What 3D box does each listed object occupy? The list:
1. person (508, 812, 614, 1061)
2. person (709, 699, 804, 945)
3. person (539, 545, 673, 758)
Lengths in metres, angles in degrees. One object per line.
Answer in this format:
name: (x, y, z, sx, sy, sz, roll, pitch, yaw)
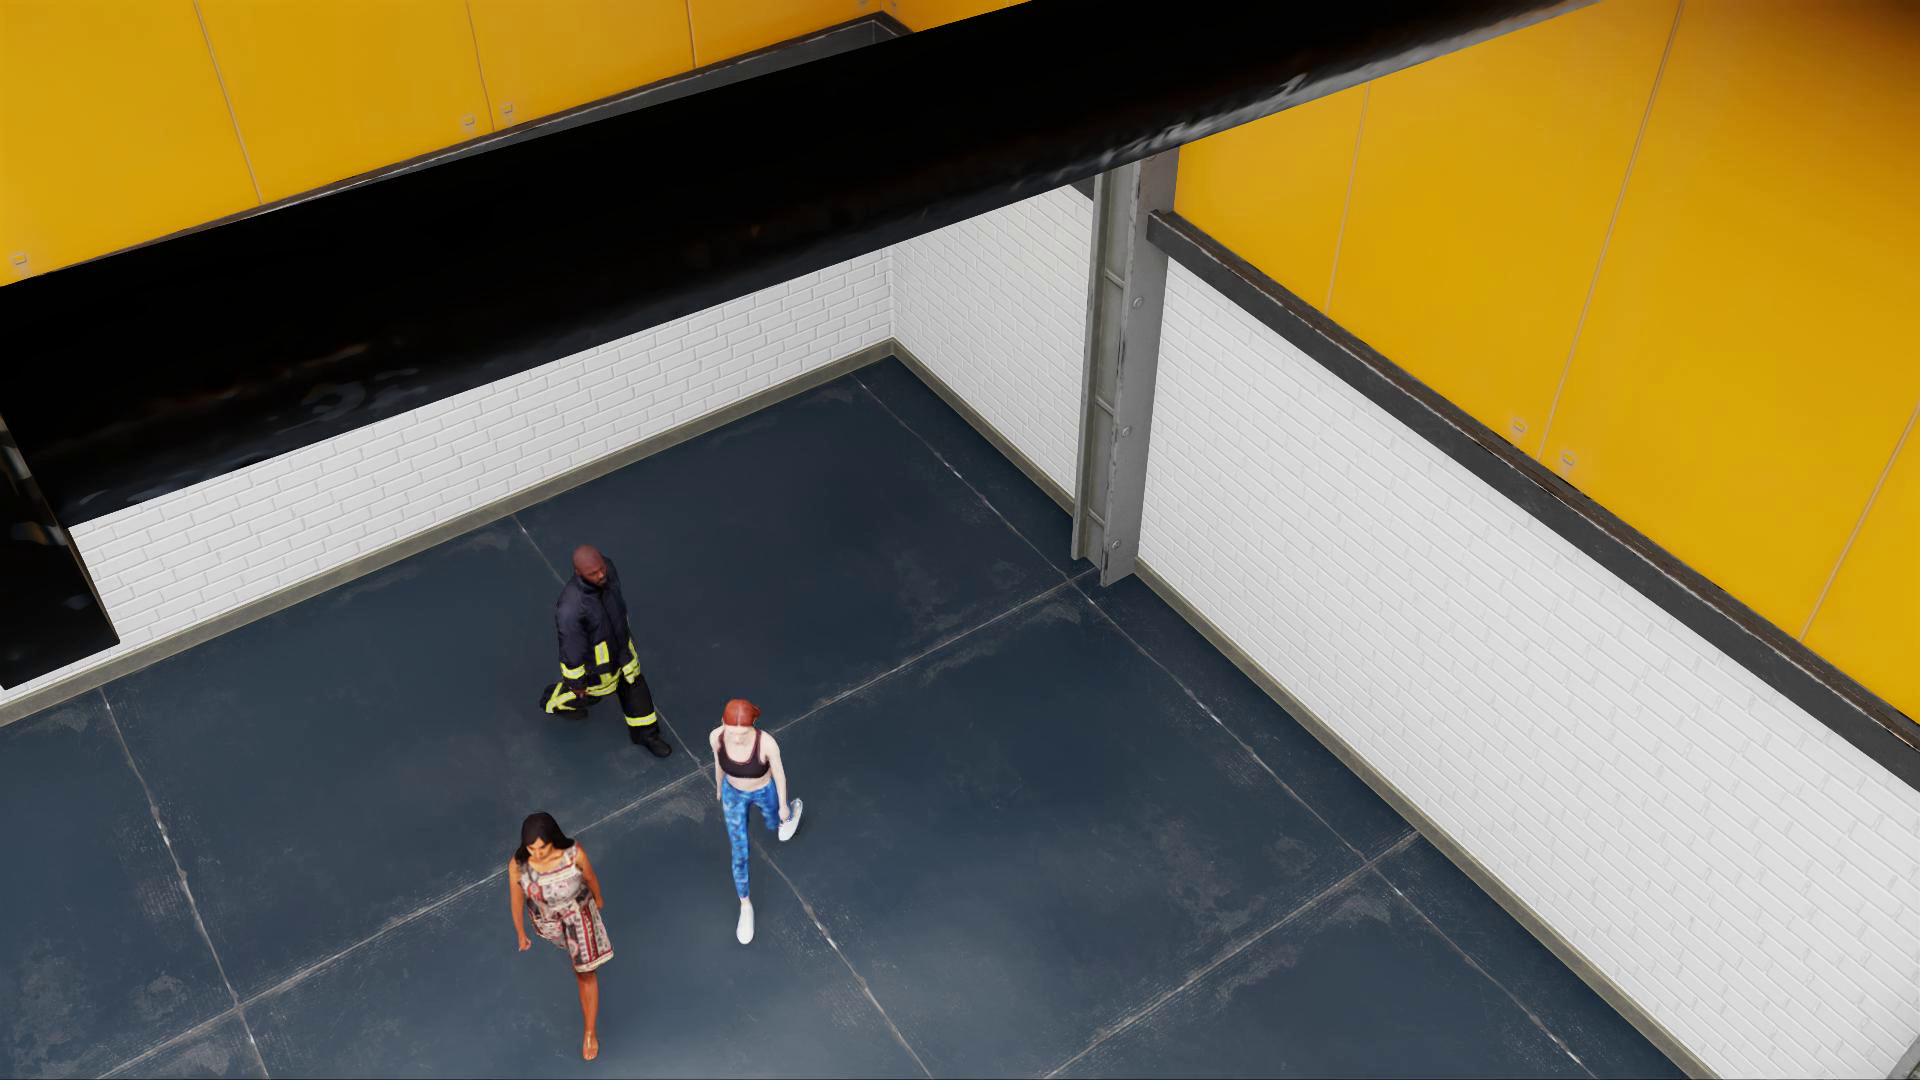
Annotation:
person: (-2.168, 1.955, 9.083, 0.967, 1.600, 1.198, -6, 44, -6)
person: (-1.153, 1.416, 9.540, 1.149, 1.750, 1.207, 8, 44, 9)
person: (-2.333, 0.639, 10.332, 1.319, 1.781, 1.106, 17, 46, 17)
